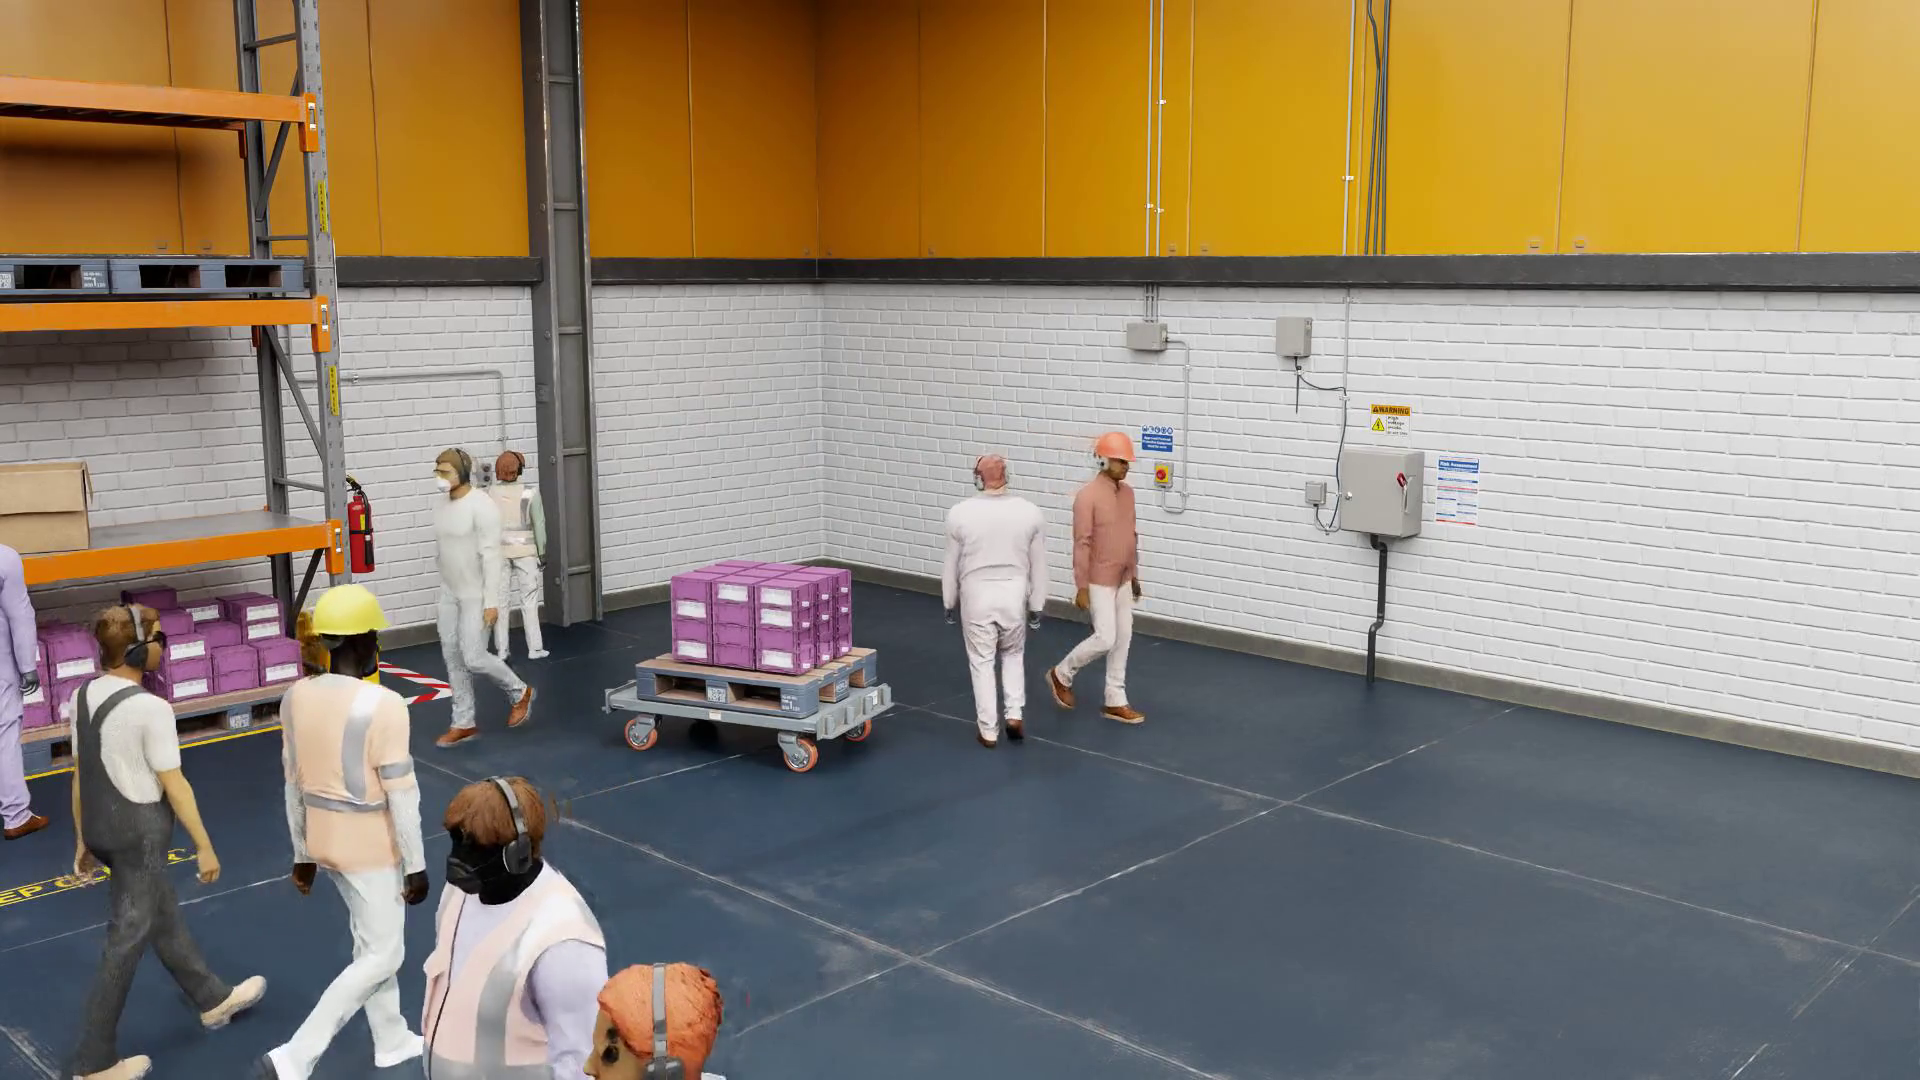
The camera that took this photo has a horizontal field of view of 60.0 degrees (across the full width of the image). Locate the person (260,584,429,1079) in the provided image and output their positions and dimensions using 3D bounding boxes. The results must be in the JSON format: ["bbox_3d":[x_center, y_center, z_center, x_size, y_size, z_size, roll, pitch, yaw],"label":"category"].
[{"bbox_3d":[-2.234,1.110,6.033,0.595,1.908,0.785,6,11,32],"label":"person"}]

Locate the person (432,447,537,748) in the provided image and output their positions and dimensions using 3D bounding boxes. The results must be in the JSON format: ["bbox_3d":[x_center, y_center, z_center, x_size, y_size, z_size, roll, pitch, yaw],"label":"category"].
[{"bbox_3d":[-3.093,0.355,10.614,0.644,1.922,0.569,7,12,37],"label":"person"}]

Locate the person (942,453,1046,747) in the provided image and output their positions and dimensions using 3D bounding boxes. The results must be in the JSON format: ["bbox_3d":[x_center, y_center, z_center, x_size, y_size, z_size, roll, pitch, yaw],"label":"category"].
[{"bbox_3d":[0.210,0.387,10.563,0.645,1.880,0.417,-2,9,-10],"label":"person"}]

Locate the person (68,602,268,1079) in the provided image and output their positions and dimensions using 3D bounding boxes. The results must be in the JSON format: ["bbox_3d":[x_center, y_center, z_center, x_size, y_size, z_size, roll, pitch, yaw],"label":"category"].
[{"bbox_3d":[-3.051,1.121,6.304,0.523,1.796,0.888,6,11,32],"label":"person"}]

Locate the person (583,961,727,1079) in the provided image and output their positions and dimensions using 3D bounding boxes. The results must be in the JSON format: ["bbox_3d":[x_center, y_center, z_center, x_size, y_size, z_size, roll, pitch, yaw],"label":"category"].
[{"bbox_3d":[-0.502,1.639,3.053,1.022,1.826,0.592,0,9,-2],"label":"person"}]

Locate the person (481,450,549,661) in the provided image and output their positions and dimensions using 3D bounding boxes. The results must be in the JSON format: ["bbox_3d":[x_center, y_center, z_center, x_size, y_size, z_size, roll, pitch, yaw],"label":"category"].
[{"bbox_3d":[-3.447,0.127,12.865,0.513,1.642,0.311,1,9,3],"label":"person"}]

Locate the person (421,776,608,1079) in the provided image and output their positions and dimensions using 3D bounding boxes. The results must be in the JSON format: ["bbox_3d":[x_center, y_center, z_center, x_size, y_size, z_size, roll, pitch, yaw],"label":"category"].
[{"bbox_3d":[-1.036,1.447,4.241,0.750,1.818,0.623,-7,11,-36],"label":"person"}]

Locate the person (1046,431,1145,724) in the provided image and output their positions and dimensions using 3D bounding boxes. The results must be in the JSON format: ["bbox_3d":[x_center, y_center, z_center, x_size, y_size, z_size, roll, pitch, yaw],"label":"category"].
[{"bbox_3d":[0.948,0.245,11.150,0.587,1.969,0.623,7,12,38],"label":"person"}]

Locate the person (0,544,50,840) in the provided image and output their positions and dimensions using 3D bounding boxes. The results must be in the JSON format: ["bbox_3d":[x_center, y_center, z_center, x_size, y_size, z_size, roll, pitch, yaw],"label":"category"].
[{"bbox_3d":[-5.224,0.654,8.829,0.651,1.906,0.402,-1,9,-7],"label":"person"}]
